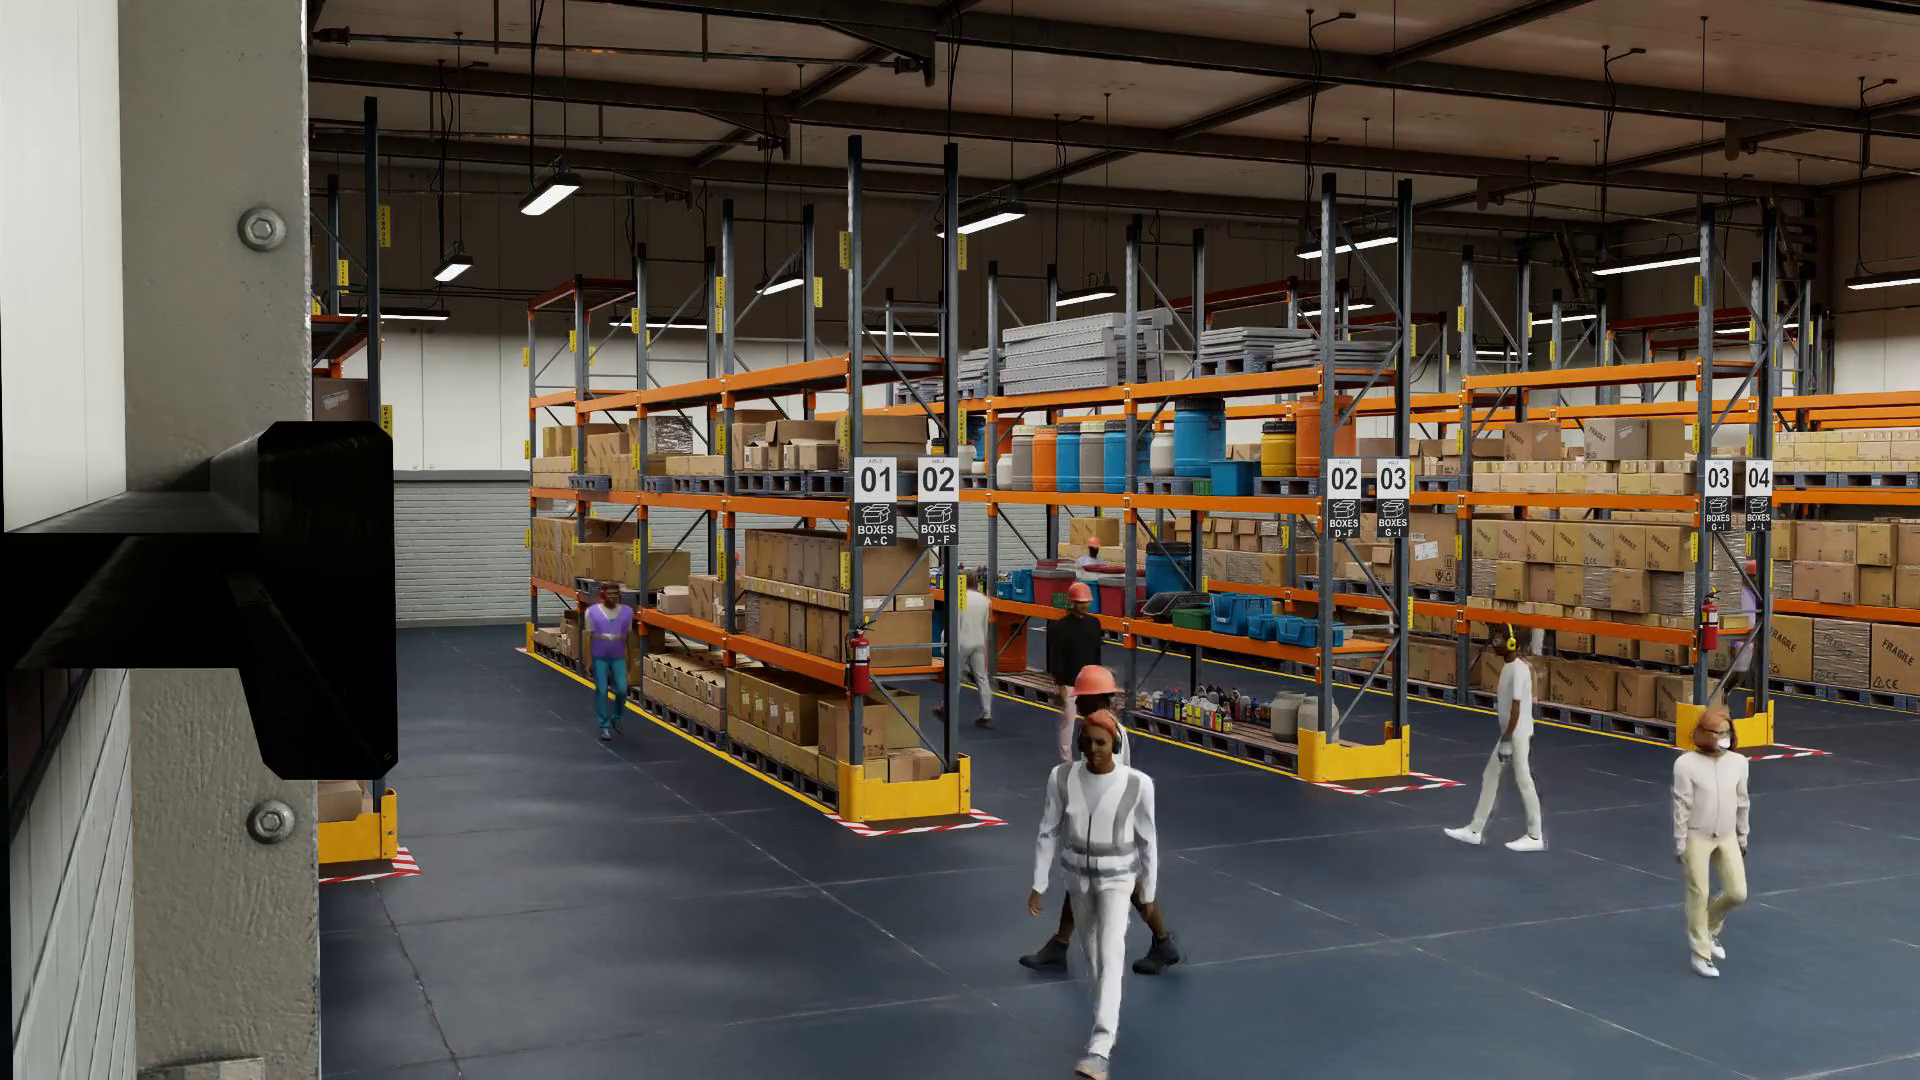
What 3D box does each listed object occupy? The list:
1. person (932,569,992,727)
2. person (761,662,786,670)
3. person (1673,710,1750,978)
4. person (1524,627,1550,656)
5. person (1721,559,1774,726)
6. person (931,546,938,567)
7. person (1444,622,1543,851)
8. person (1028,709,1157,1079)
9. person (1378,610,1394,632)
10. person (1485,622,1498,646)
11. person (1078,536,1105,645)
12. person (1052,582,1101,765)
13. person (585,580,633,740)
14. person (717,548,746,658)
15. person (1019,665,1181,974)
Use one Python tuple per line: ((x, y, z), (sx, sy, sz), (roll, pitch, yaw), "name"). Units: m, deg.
((0.070, 1.300, 21.709), (0.652, 1.877, 1.030), (-2, 3, -35), "person")
((-2.780, 1.089, 26.427), (0.651, 1.941, 0.614), (-1, 2, -28), "person")
((4.586, 1.837, 10.957), (0.509, 1.620, 0.378), (0, 2, -6), "person")
((8.179, 1.181, 25.544), (0.670, 1.829, 0.647), (-2, 3, -35), "person")
((9.591, 1.229, 21.833), (0.616, 2.019, 0.828), (0, 2, -8), "person")
((-0.396, 0.758, 34.509), (0.406, 1.987, 0.615), (1, 2, 27), "person")
((4.338, 1.594, 14.521), (0.859, 1.838, 0.554), (0, 2, 4), "person")
((0.666, 1.800, 9.185), (0.599, 1.841, 0.950), (1, 2, 27), "person")
((7.355, 0.997, 30.639), (0.623, 1.806, 0.910), (0, 2, -12), "person")
((7.880, 1.099, 26.347), (0.378, 1.925, 0.594), (0, 2, -9), "person")
((2.332, 0.888, 31.953), (0.555, 1.923, 0.724), (-1, 2, -25), "person")
((1.236, 1.404, 17.820), (0.646, 1.964, 0.772), (-1, 3, -33), "person")
((-4.027, 1.372, 20.528), (0.586, 1.831, 0.444), (-1, 2, -23), "person")
((-3.302, 1.091, 25.966), (0.636, 1.972, 0.639), (-1, 2, -18), "person")
((0.896, 1.710, 10.969), (0.983, 1.895, 0.558), (0, 2, -8), "person")
